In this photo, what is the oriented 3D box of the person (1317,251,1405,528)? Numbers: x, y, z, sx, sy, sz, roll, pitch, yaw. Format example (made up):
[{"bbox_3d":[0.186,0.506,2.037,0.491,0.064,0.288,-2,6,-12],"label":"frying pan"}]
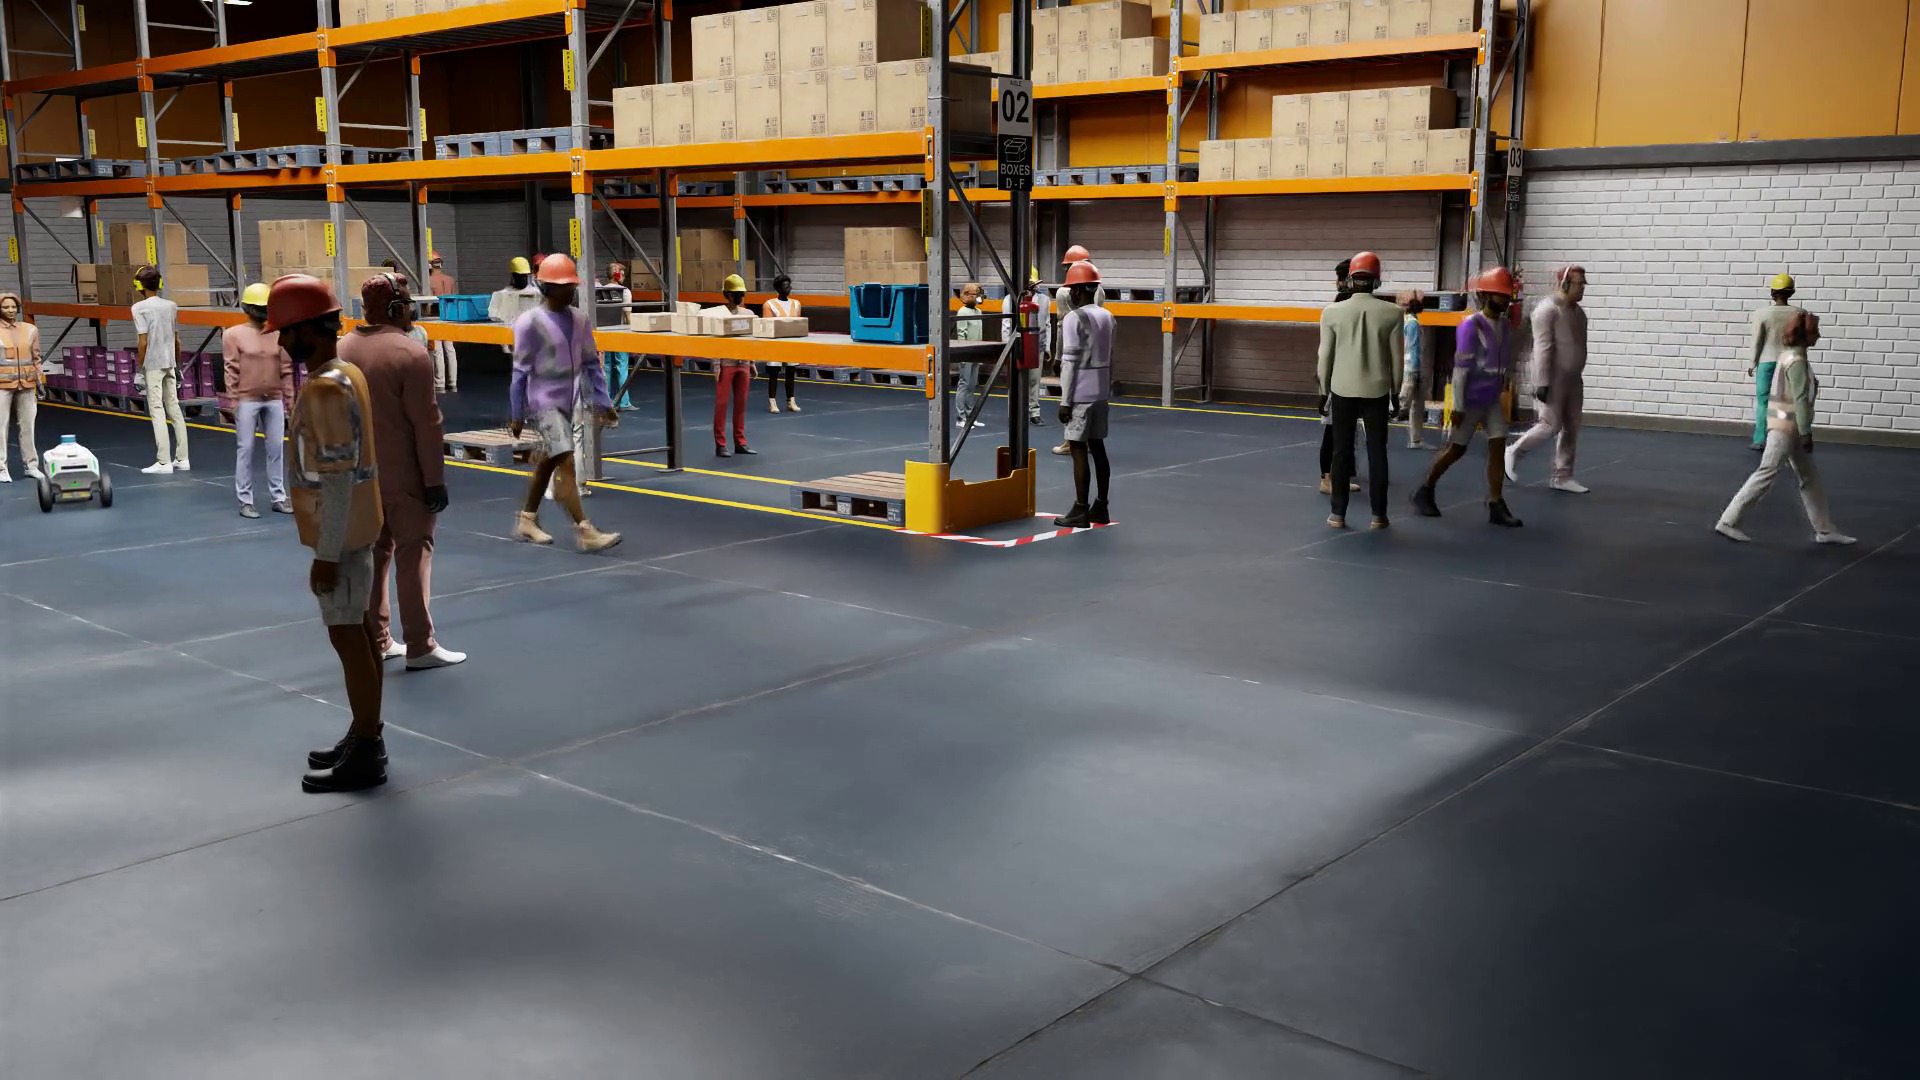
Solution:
[{"bbox_3d":[2.898,-1.080,12.056,0.612,1.995,0.392,2,10,13],"label":"person"}]

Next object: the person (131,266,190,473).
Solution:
[{"bbox_3d":[-7.228,-1.527,14.980,0.314,1.864,0.533,3,10,18],"label":"person"}]

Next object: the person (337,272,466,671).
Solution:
[{"bbox_3d":[-2.706,-0.324,8.006,0.651,1.907,0.409,5,11,28],"label":"person"}]

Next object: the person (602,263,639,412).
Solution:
[{"bbox_3d":[-4.268,-2.493,20.553,0.572,1.835,0.391,5,11,26],"label":"person"}]

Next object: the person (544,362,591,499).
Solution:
[{"bbox_3d":[-3.229,-1.140,13.428,0.499,1.633,0.278,-1,10,-4],"label":"person"}]

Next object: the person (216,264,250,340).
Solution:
[{"bbox_3d":[-9.953,-2.925,23.025,0.586,1.835,0.403,-9,13,-42],"label":"person"}]

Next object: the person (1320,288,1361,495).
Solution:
[{"bbox_3d":[3.151,-1.218,13.695,0.319,1.697,0.533,7,12,35],"label":"person"}]

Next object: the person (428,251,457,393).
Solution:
[{"bbox_3d":[-7.297,-3.038,23.235,0.393,1.985,0.611,4,11,23],"label":"person"}]

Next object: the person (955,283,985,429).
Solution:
[{"bbox_3d":[0.121,-2.067,18.706,0.268,1.632,0.506,5,11,25],"label":"person"}]

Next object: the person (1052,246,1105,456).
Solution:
[{"bbox_3d":[1.135,-1.842,16.266,0.607,2.044,0.375,-9,14,-43],"label":"person"}]

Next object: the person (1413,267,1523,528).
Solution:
[{"bbox_3d":[3.757,-1.062,12.277,0.558,1.900,0.897,-7,12,-34],"label":"person"}]

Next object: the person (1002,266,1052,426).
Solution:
[{"bbox_3d":[0.769,-2.195,18.881,0.596,1.828,0.403,-3,10,-17],"label":"person"}]

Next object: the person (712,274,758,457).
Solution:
[{"bbox_3d":[-2.189,-1.693,16.202,0.330,1.769,0.526,10,14,44],"label":"person"}]

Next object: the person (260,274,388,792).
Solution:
[{"bbox_3d":[-2.362,-0.021,6.226,0.382,1.927,0.542,-2,10,-12],"label":"person"}]

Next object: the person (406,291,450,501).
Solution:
[{"bbox_3d":[-4.347,-1.124,13.117,0.746,1.715,0.508,10,14,43],"label":"person"}]

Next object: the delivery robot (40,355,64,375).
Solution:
[{"bbox_3d":[-12.629,-2.300,22.838,0.477,0.478,0.707,2,10,11],"label":"delivery robot"}]

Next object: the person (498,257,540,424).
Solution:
[{"bbox_3d":[-5.032,-2.302,19.223,0.385,1.923,0.638,9,13,42],"label":"person"}]

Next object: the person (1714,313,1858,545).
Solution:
[{"bbox_3d":[5.661,-0.753,11.353,0.889,1.592,0.518,5,11,25],"label":"person"}]

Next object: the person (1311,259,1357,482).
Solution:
[{"bbox_3d":[3.312,-1.461,14.430,0.541,1.926,0.637,1,10,5],"label":"person"}]

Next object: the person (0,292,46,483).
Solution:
[{"bbox_3d":[-8.235,-1.327,14.476,0.315,1.640,0.515,7,12,35],"label":"person"}]

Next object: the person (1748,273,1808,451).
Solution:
[{"bbox_3d":[8.141,-1.760,16.575,0.533,1.772,0.298,2,10,10],"label":"person"}]

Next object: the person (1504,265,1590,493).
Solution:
[{"bbox_3d":[4.930,-1.339,13.846,0.657,1.884,0.638,-7,12,-36],"label":"person"}]

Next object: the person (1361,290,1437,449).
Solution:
[{"bbox_3d":[4.424,-1.696,16.656,0.692,1.613,0.520,2,10,13],"label":"person"}]

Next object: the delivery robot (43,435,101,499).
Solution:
[{"bbox_3d":[-6.971,-0.579,13.038,0.477,0.478,0.707,-6,12,-31],"label":"delivery robot"}]

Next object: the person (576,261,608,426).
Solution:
[{"bbox_3d":[-4.246,-2.262,19.043,0.401,1.907,0.646,-1,10,-4],"label":"person"}]

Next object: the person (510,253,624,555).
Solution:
[{"bbox_3d":[-2.674,-0.904,11.112,1.043,1.989,0.619,5,11,27],"label":"person"}]

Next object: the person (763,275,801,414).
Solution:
[{"bbox_3d":[-2.169,-2.404,20.446,0.542,1.696,0.316,-7,12,-34],"label":"person"}]

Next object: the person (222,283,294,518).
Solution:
[{"bbox_3d":[-5.283,-1.049,12.564,0.328,1.762,0.522,8,13,40],"label":"person"}]

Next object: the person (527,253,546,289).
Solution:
[{"bbox_3d":[-6.777,-3.651,26.869,0.370,1.933,0.551,5,11,26],"label":"person"}]

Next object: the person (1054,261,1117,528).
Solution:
[{"bbox_3d":[0.897,-1.056,12.115,0.382,1.932,0.541,8,13,39],"label":"person"}]

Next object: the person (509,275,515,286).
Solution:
[{"bbox_3d":[-6.926,-3.370,26.127,0.507,1.632,0.267,-3,10,-15],"label":"person"}]

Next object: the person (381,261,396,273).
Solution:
[{"bbox_3d":[-7.912,-2.957,23.222,0.436,1.840,0.545,7,12,34],"label":"person"}]
